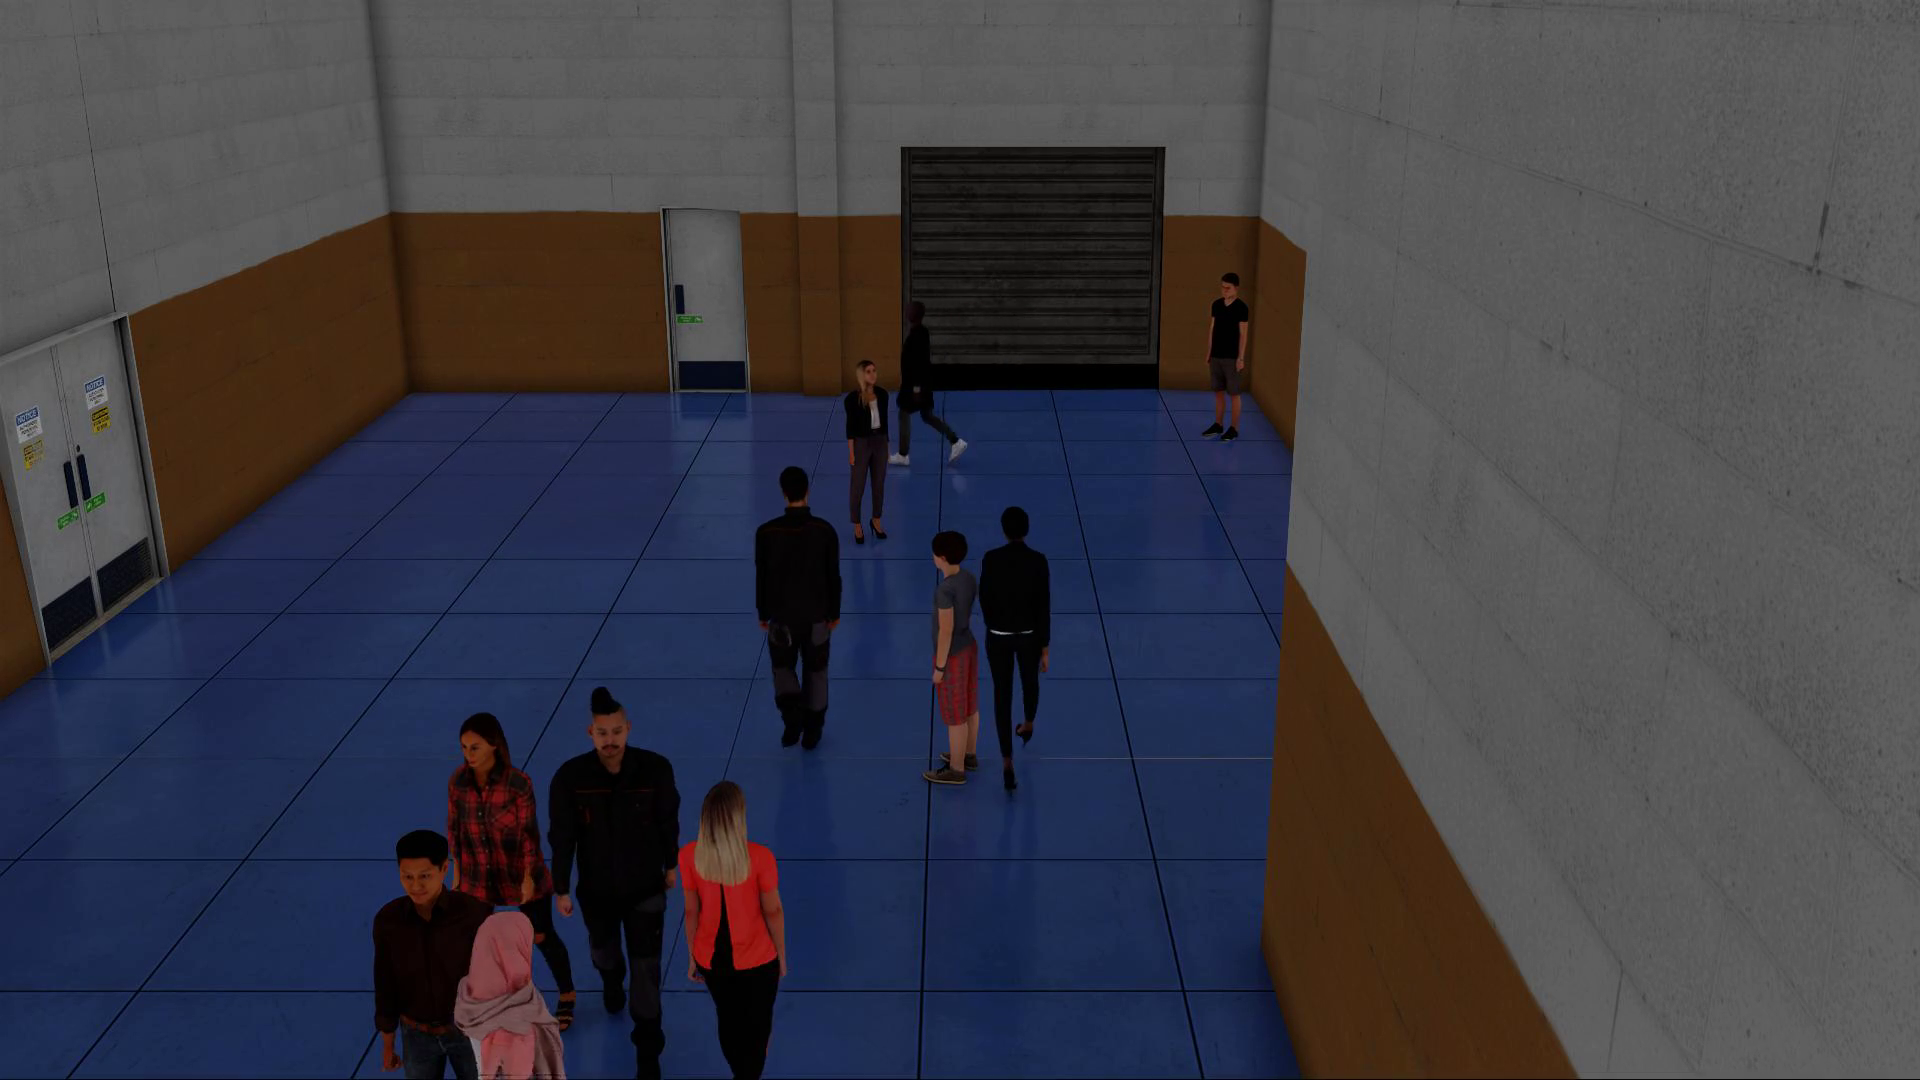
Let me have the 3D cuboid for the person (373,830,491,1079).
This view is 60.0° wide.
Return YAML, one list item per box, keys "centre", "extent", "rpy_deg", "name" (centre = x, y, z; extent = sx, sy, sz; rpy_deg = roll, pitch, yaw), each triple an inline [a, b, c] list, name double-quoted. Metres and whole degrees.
- centre: [-2.073, 1.961, 6.685]
  extent: [0.516, 1.780, 0.751]
  rpy_deg: [-3, 19, -10]
  name: "person"

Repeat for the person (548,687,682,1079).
- centre: [-1.620, 1.536, 7.843]
  extent: [1.165, 1.821, 0.983]
  rpy_deg: [-4, 19, -11]
  name: "person"

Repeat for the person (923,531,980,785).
- centre: [-0.025, 0.734, 10.505]
  extent: [0.675, 1.650, 0.671]
  rpy_deg: [9, 21, 25]
  name: "person"

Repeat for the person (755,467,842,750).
- centre: [-1.052, 0.495, 10.801]
  extent: [0.786, 1.928, 0.818]
  rpy_deg: [-1, 19, -3]
  name: "person"

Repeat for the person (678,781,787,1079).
- centre: [-0.995, 1.857, 7.165]
  extent: [1.042, 1.671, 0.776]
  rpy_deg: [3, 19, 9]
  name: "person"

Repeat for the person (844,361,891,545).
- centre: [-0.836, -0.808, 15.063]
  extent: [0.645, 1.675, 0.743]
  rpy_deg: [-12, 22, -31]
  name: "person"

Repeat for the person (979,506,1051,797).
- centre: [0.316, 0.719, 10.349]
  extent: [1.019, 1.791, 0.685]
  rpy_deg: [1, 19, 3]
  name: "person"

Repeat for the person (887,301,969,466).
- centre: [-0.343, -1.601, 17.321]
  extent: [1.181, 1.734, 0.827]
  rpy_deg: [4, 19, 13]
  name: "person"

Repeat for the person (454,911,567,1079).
- centre: [-1.695, 2.202, 5.988]
  extent: [1.138, 1.768, 1.058]
  rpy_deg: [-16, 25, -40]
  name: "person"

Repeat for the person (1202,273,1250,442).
- centre: [2.982, -2.053, 18.463]
  extent: [0.802, 1.862, 0.754]
  rpy_deg: [-16, 24, -39]
  name: "person"

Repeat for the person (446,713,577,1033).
- centre: [-2.205, 1.595, 7.913]
  extent: [0.638, 1.688, 0.818]
  rpy_deg: [4, 19, 12]
  name: "person"
